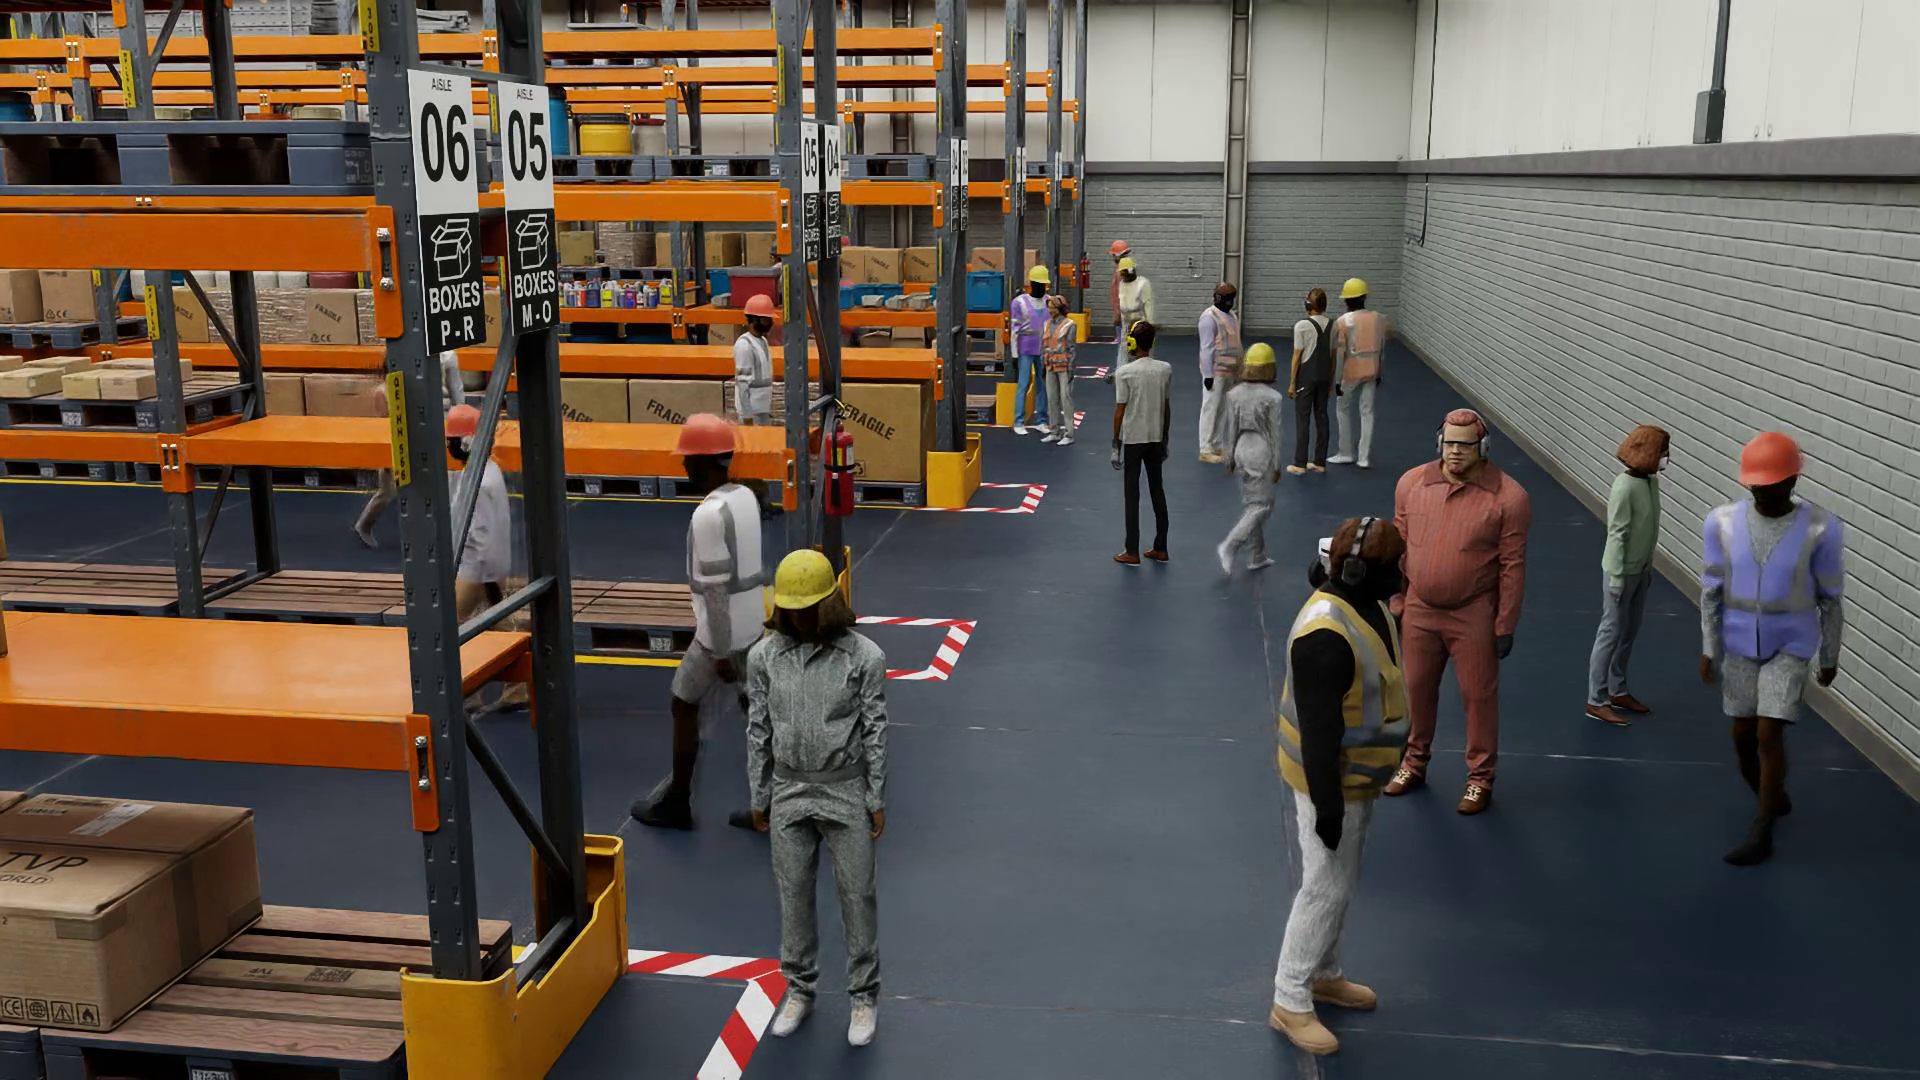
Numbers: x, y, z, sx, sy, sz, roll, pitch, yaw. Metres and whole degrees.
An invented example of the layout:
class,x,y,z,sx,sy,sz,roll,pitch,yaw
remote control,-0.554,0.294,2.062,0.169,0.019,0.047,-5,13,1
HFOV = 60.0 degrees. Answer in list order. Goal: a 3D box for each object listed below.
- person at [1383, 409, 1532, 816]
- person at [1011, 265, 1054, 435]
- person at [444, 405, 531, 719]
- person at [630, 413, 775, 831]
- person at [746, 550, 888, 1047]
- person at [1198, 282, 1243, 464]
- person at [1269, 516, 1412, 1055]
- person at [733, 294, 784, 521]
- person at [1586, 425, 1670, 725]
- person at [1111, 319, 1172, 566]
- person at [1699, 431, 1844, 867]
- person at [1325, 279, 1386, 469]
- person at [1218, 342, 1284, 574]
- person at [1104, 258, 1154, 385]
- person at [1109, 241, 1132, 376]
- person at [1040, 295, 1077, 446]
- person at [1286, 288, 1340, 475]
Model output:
class,x,y,z,sx,sy,sz,roll,pitch,yaw
person,2.281,0.331,7.724,0.637,1.900,0.396,10,16,37
person,0.862,-2.143,18.844,0.592,1.917,0.400,-5,13,-22
person,-2.677,0.131,8.989,0.674,1.728,0.570,-1,13,-4
person,-1.145,0.380,7.458,0.862,1.900,0.548,5,13,20
person,-0.489,0.872,5.647,0.490,1.731,0.321,2,13,8
person,2.680,-1.718,17.087,0.429,1.839,0.629,8,15,33
person,1.309,0.815,5.690,0.431,1.832,0.632,6,14,26
person,-1.722,-1.132,14.244,0.391,1.928,0.545,3,13,14
person,3.631,0.181,9.008,0.280,1.627,0.507,11,17,41
person,1.374,-0.730,12.595,0.514,1.861,0.328,-6,14,-25
person,3.557,0.429,7.288,0.552,1.895,0.777,10,16,39
person,4.013,-1.670,16.734,0.697,1.898,0.551,-4,13,-19
person,2.143,-0.590,12.269,0.695,1.725,0.484,-10,16,-39
person,2.440,-3.030,23.175,0.696,1.765,0.912,11,17,41
person,2.294,-3.258,23.700,0.392,1.988,0.609,3,13,14
person,1.077,-1.856,18.186,0.320,1.631,0.525,-11,16,-40
person,3.471,-1.552,16.358,0.512,1.841,0.341,-5,14,-22
